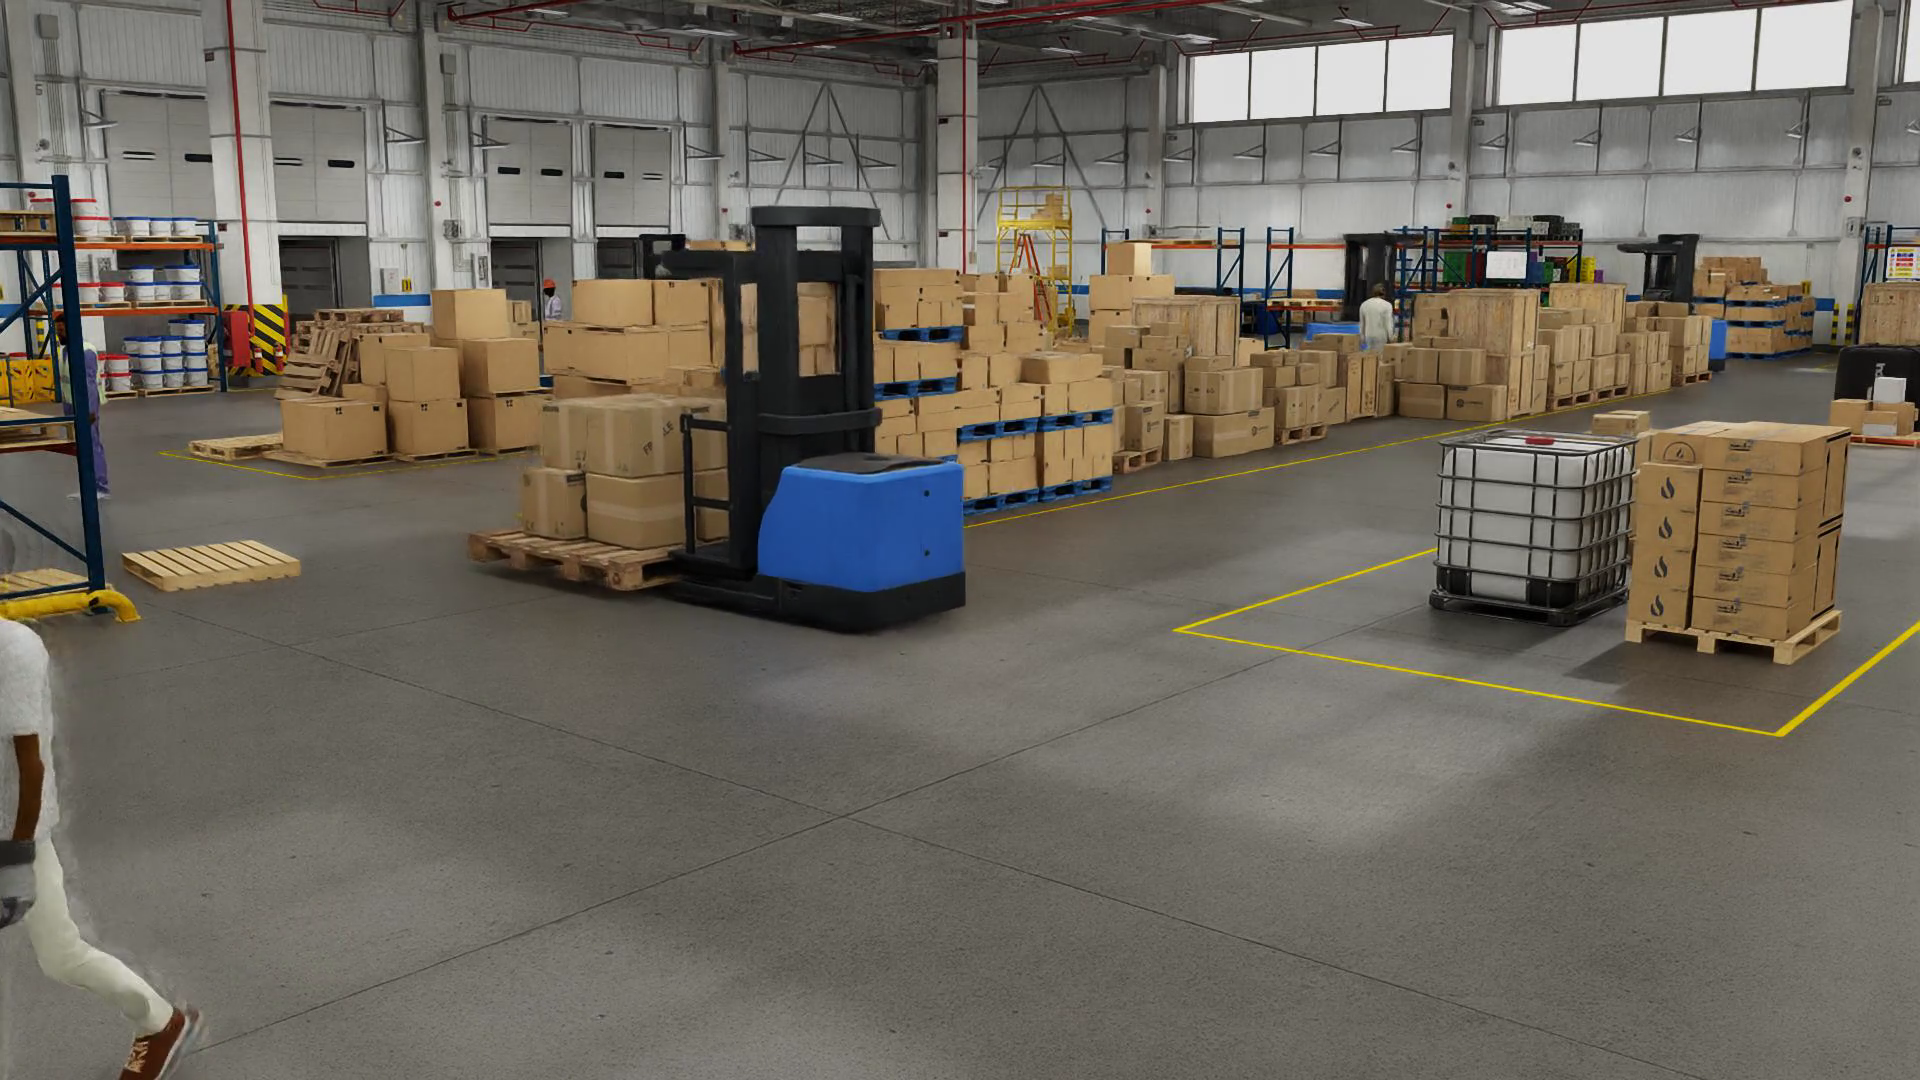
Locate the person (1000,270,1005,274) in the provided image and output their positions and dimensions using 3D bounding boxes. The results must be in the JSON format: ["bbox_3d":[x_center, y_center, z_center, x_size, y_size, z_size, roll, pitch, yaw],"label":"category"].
[{"bbox_3d":[1.060,-6.785,47.775,0.671,1.919,0.631,-7,12,-34],"label":"person"}]

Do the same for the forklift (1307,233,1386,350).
[{"bbox_3d":[7.827,-4.572,32.423,1.873,2.768,1.129,-4,11,-22],"label":"forklift"}]

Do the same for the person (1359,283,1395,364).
[{"bbox_3d":[7.467,-3.623,29.740,0.424,1.927,0.636,-8,13,-40],"label":"person"}]

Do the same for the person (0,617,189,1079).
[{"bbox_3d":[-2.660,0.821,4.708,0.528,1.837,0.920,5,11,26],"label":"person"}]

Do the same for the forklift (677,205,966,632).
[{"bbox_3d":[-0.965,-0.909,11.568,1.873,2.768,1.129,8,13,40],"label":"forklift"}]

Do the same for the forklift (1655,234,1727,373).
[{"bbox_3d":[14.514,-4.812,33.791,1.873,2.768,1.129,-2,10,-10],"label":"forklift"}]

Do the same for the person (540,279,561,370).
[{"bbox_3d":[-8.159,-4.244,33.247,0.375,1.933,0.550,-6,12,-32],"label":"person"}]

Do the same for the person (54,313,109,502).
[{"bbox_3d":[-8.899,-1.348,16.850,0.594,1.908,0.406,7,12,36],"label":"person"}]

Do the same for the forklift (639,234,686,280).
[{"bbox_3d":[-5.951,-4.756,33.470,1.873,2.768,1.129,8,13,40],"label":"forklift"}]
